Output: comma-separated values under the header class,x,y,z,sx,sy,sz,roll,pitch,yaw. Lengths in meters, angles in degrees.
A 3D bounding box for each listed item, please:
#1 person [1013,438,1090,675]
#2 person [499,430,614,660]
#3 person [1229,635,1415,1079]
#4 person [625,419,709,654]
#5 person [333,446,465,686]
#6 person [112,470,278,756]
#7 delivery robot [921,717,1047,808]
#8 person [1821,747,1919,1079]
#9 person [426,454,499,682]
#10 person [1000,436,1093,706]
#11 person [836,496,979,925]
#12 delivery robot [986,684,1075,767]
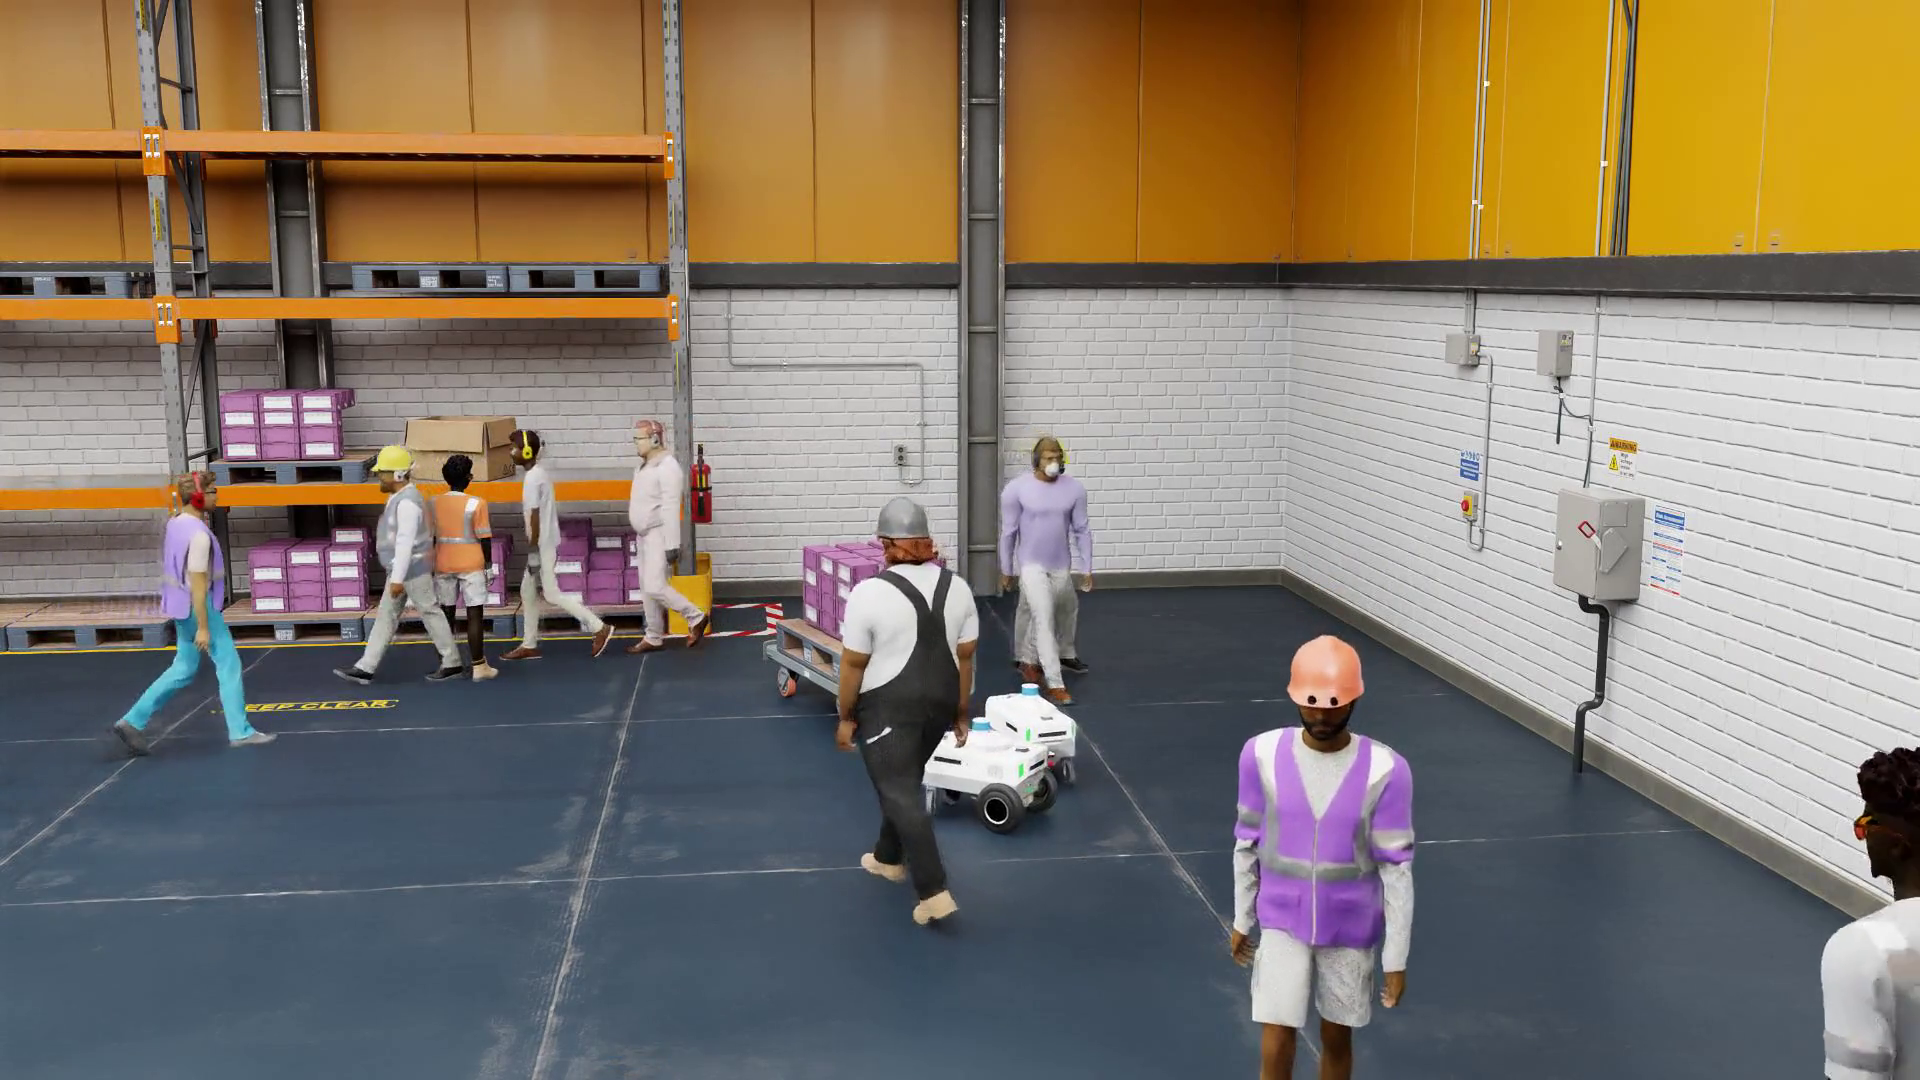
class,x,y,z,sx,sy,sz,roll,pitch,yaw
person,0.685,0.147,12.446,0.702,1.804,0.605,6,11,34
person,-3.172,0.046,12.988,0.828,1.839,0.517,-2,9,-14
person,1.109,1.253,5.199,0.578,1.908,0.809,3,10,17
person,-2.371,-0.022,13.236,0.546,1.892,0.655,-5,10,-29
person,-4.111,0.201,12.176,0.943,1.776,0.612,-5,10,-27
person,-4.856,0.467,10.447,0.881,1.812,0.572,-7,12,-38
delivery robot,0.117,1.232,9.261,0.707,0.478,0.477,5,10,30
person,2.207,1.431,4.007,0.633,1.926,0.790,-2,9,-15
person,-3.712,0.211,12.373,0.539,1.695,0.318,2,9,13
person,0.614,0.187,11.980,0.644,1.884,1.057,-3,10,-19
person,-0.256,0.753,7.918,0.677,2.000,1.028,-7,11,-37
delivery robot,0.420,1.110,10.022,0.477,0.478,0.707,-3,10,-20
